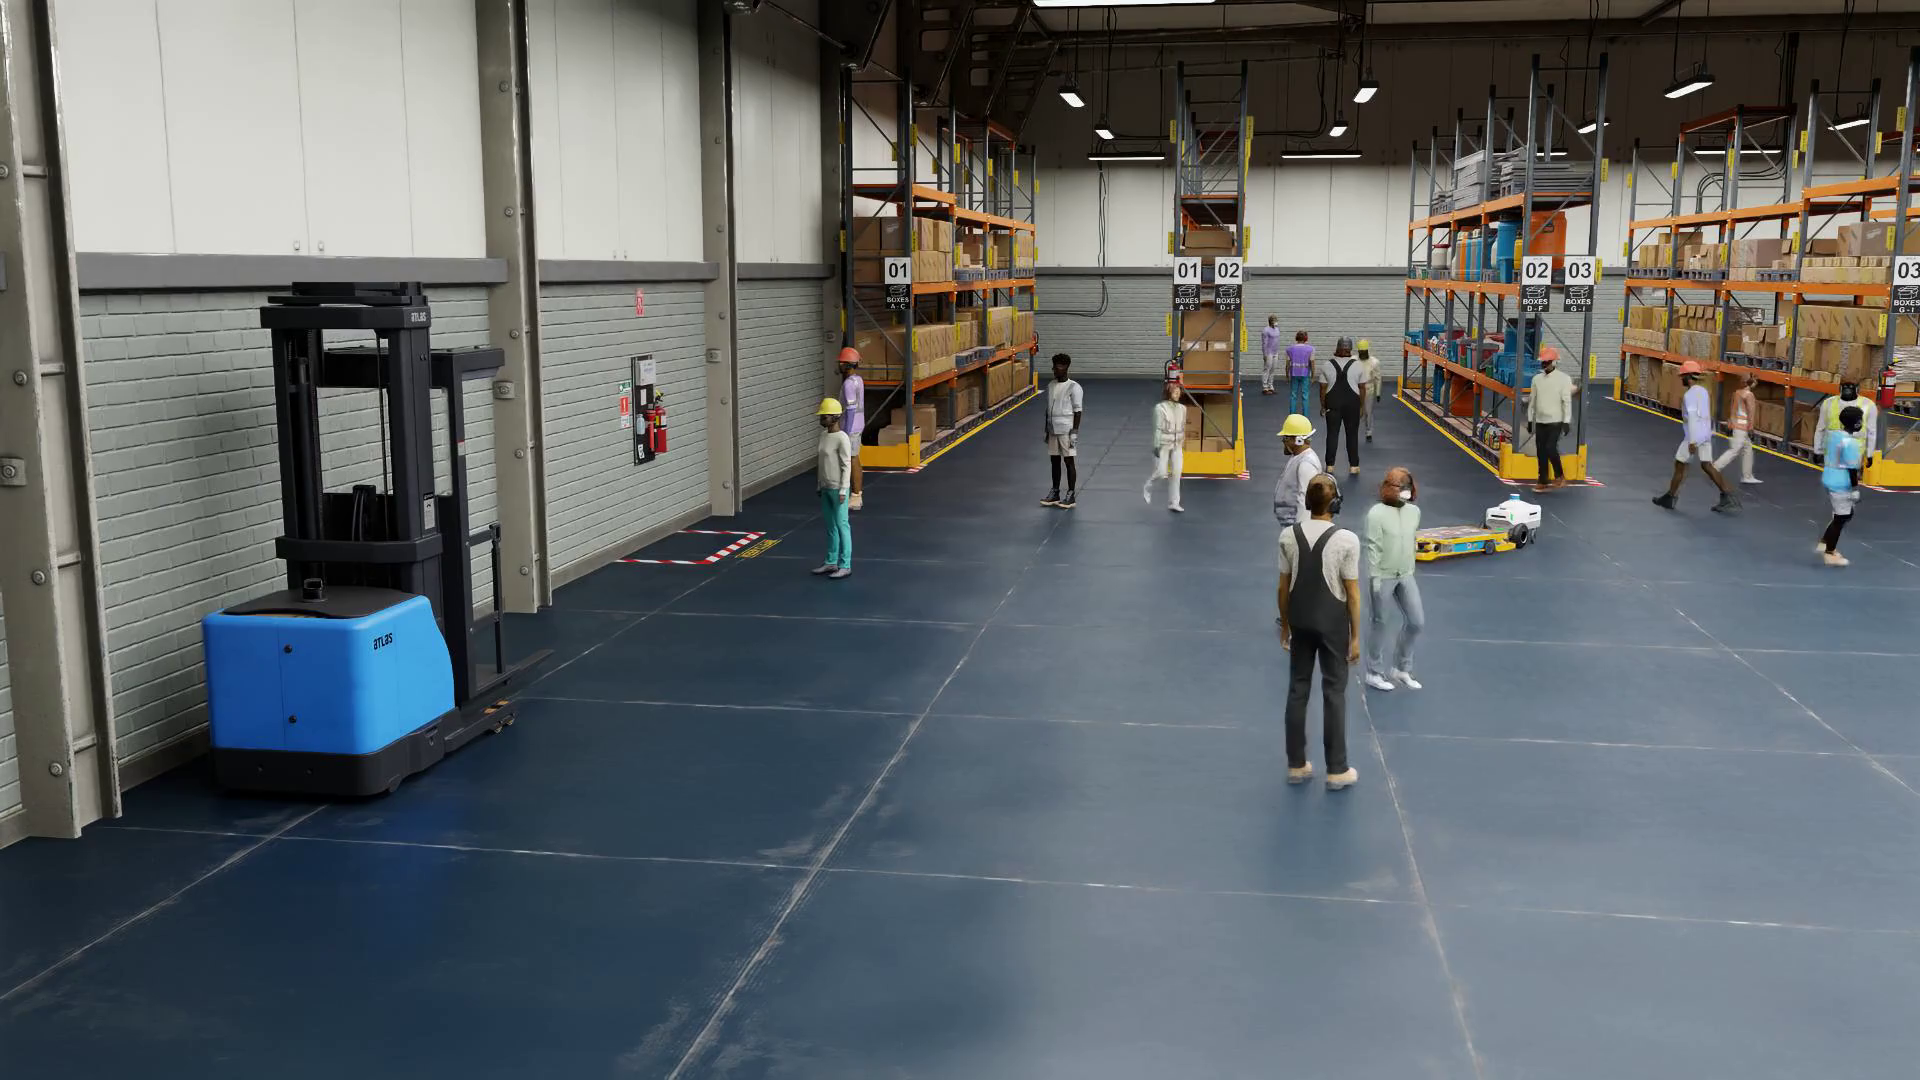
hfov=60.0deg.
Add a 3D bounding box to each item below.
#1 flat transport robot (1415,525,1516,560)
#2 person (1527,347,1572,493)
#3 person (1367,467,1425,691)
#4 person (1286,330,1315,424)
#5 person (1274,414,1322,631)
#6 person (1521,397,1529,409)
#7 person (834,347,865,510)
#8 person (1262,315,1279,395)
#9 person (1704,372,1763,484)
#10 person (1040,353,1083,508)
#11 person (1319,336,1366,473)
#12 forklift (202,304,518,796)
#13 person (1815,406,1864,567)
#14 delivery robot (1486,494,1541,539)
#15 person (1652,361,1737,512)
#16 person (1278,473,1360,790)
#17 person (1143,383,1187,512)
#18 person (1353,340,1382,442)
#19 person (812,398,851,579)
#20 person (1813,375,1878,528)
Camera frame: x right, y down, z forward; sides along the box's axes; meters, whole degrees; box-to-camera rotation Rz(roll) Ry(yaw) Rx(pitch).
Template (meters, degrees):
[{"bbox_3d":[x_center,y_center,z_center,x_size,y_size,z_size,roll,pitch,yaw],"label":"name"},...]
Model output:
[{"bbox_3d":[5.213,0.019,17.822,1.431,0.197,0.652,-5,11,-30],"label":"flat transport robot"},{"bbox_3d":[7.971,-1.623,22.557,0.432,1.978,0.642,-6,11,-35],"label":"person"},{"bbox_3d":[3.116,0.292,11.879,0.506,1.618,0.504,-4,10,-22],"label":"person"},{"bbox_3d":[6.661,-3.186,32.622,0.564,1.842,0.391,4,10,22],"label":"person"},{"bbox_3d":[2.823,-0.139,13.904,0.403,1.824,0.596,1,9,5],"label":"person"},{"bbox_3d":[12.276,-3.796,36.213,0.644,1.891,0.984,7,12,38],"label":"person"},{"bbox_3d":[-1.397,-1.414,21.063,0.363,2.048,0.612,1,9,5],"label":"person"},{"bbox_3d":[7.572,-4.509,40.487,0.356,1.938,0.638,8,12,41],"label":"person"},{"bbox_3d":[10.946,-1.578,23.457,0.773,1.603,0.529,2,9,10],"label":"person"},{"bbox_3d":[1.295,-1.406,21.262,0.367,1.966,0.605,-8,12,-41],"label":"person"},{"bbox_3d":[5.723,-2.008,24.882,0.676,2.000,0.536,3,10,18],"label":"person"},{"bbox_3d":[-3.673,-0.038,10.147,1.129,2.768,1.873,1,9,9],"label":"forklift"},{"bbox_3d":[8.973,-0.546,16.914,0.349,1.660,0.602,2,10,14],"label":"person"},{"bbox_3d":[6.137,-0.267,18.427,0.707,0.478,0.477,-9,13,-44],"label":"delivery robot"},{"bbox_3d":[9.290,-1.297,20.894,0.594,1.883,1.006,-8,12,-41],"label":"person"},{"bbox_3d":[2.098,0.527,9.718,0.507,1.846,0.336,6,11,34],"label":"person"},{"bbox_3d":[2.586,-1.177,20.905,0.518,1.618,0.545,-5,11,-29],"label":"person"},{"bbox_3d":[7.058,-2.603,29.199,0.648,1.788,0.795,4,10,21],"label":"person"},{"bbox_3d":[-1.258,-0.513,16.371,0.317,1.769,0.523,-6,11,-33],"label":"person"},{"bbox_3d":[10.456,-1.064,19.679,0.634,1.801,0.935,9,13,43],"label":"person"}]
